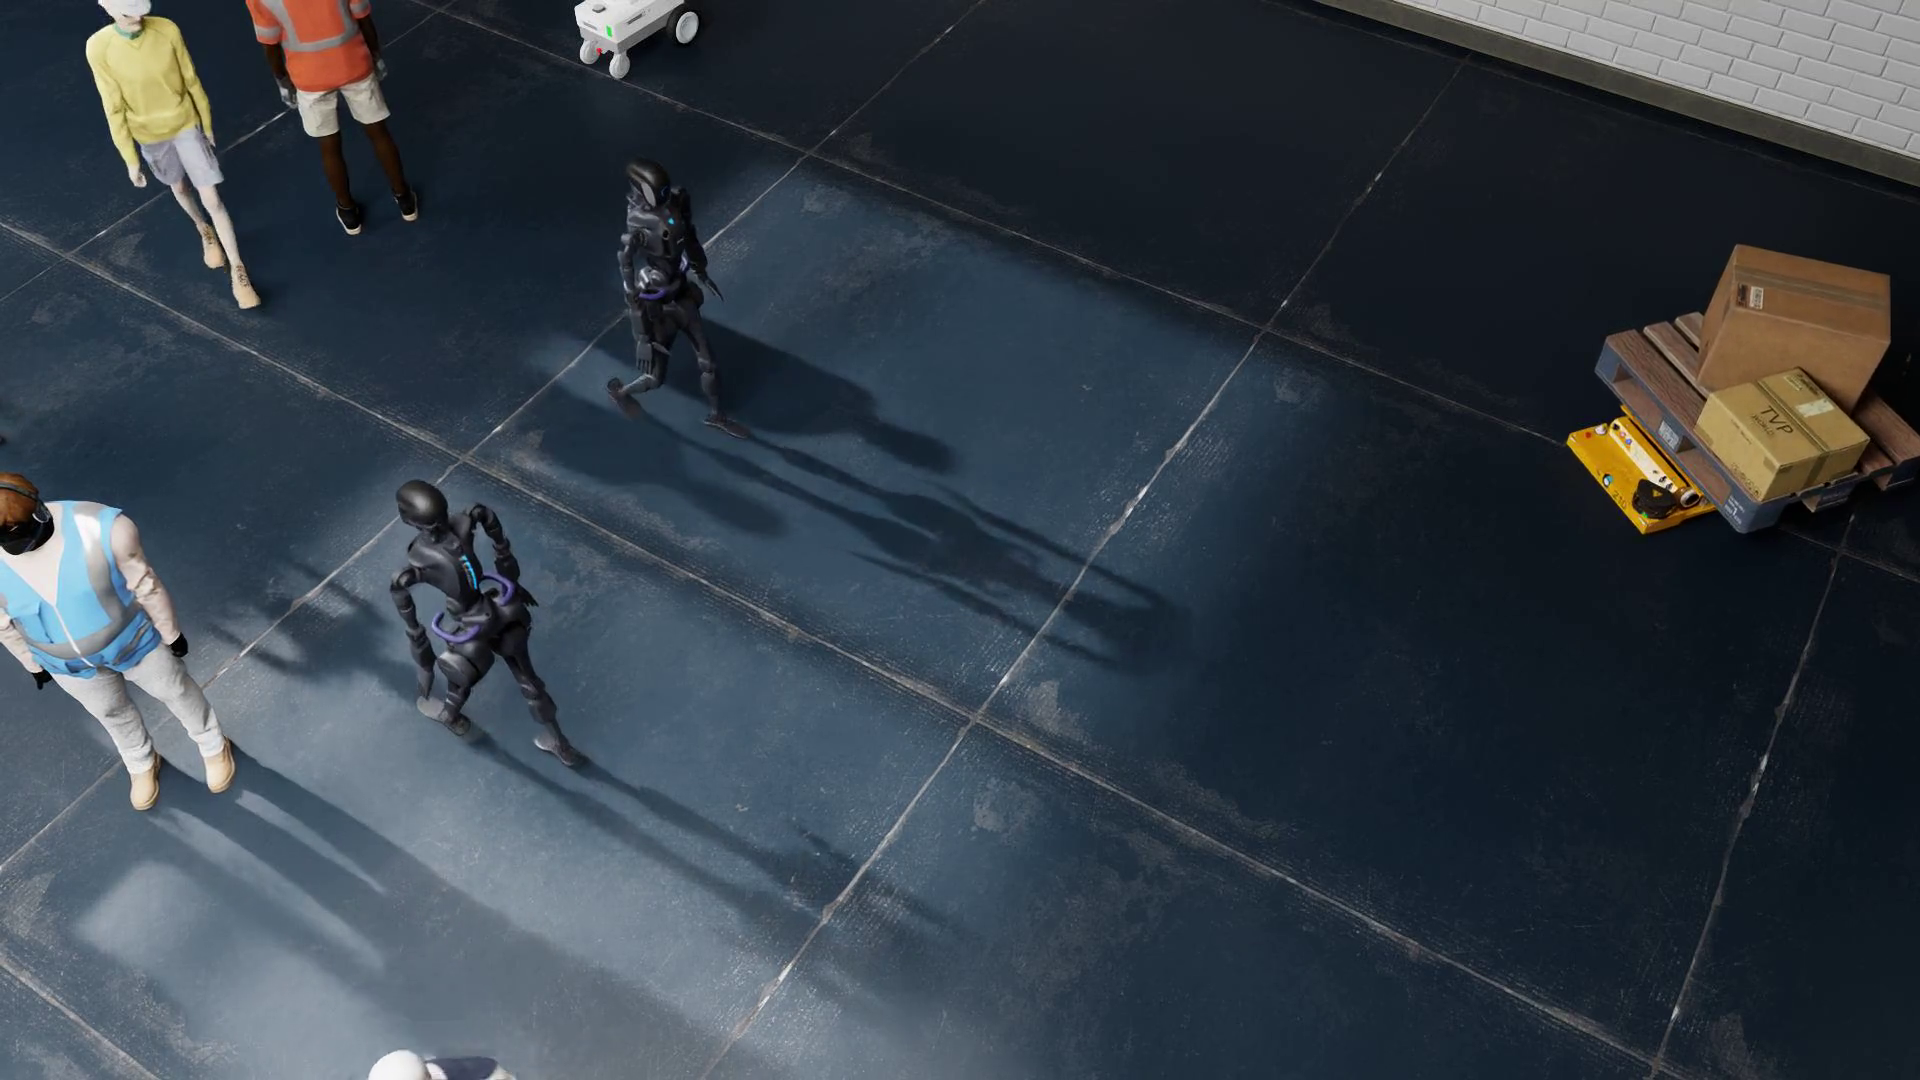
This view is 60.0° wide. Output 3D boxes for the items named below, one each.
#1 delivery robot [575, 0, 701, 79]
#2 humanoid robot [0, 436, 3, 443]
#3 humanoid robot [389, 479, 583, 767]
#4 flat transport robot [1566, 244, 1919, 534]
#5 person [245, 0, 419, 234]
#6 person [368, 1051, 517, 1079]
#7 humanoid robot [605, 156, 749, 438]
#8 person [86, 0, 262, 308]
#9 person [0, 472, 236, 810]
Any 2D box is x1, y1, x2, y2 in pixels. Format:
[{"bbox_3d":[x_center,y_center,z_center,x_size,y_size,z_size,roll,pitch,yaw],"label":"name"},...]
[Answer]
[{"bbox_3d":[-2.062,-3.343,10.560,0.499,0.614,0.803,30,55,24],"label":"delivery robot"},{"bbox_3d":[-5.131,-1.128,7.879,0.662,1.643,0.590,27,54,22],"label":"humanoid robot"},{"bbox_3d":[-1.966,0.314,6.623,0.758,1.627,0.605,25,53,20],"label":"humanoid robot"},{"bbox_3d":[3.818,-0.488,8.242,1.431,0.231,0.659,-15,51,-13],"label":"flat transport robot"},{"bbox_3d":[-3.385,-2.539,8.921,0.603,1.956,0.394,-20,52,-17],"label":"person"},{"bbox_3d":[-1.529,1.992,5.089,0.775,1.743,0.524,-22,52,-18],"label":"person"},{"bbox_3d":[-1.427,-1.152,7.913,0.734,1.639,0.613,21,52,17],"label":"humanoid robot"},{"bbox_3d":[-4.057,-2.037,8.548,0.490,1.847,0.936,-20,52,-16],"label":"person"},{"bbox_3d":[-3.325,0.400,6.427,0.624,1.839,0.430,-13,50,-11],"label":"person"}]
